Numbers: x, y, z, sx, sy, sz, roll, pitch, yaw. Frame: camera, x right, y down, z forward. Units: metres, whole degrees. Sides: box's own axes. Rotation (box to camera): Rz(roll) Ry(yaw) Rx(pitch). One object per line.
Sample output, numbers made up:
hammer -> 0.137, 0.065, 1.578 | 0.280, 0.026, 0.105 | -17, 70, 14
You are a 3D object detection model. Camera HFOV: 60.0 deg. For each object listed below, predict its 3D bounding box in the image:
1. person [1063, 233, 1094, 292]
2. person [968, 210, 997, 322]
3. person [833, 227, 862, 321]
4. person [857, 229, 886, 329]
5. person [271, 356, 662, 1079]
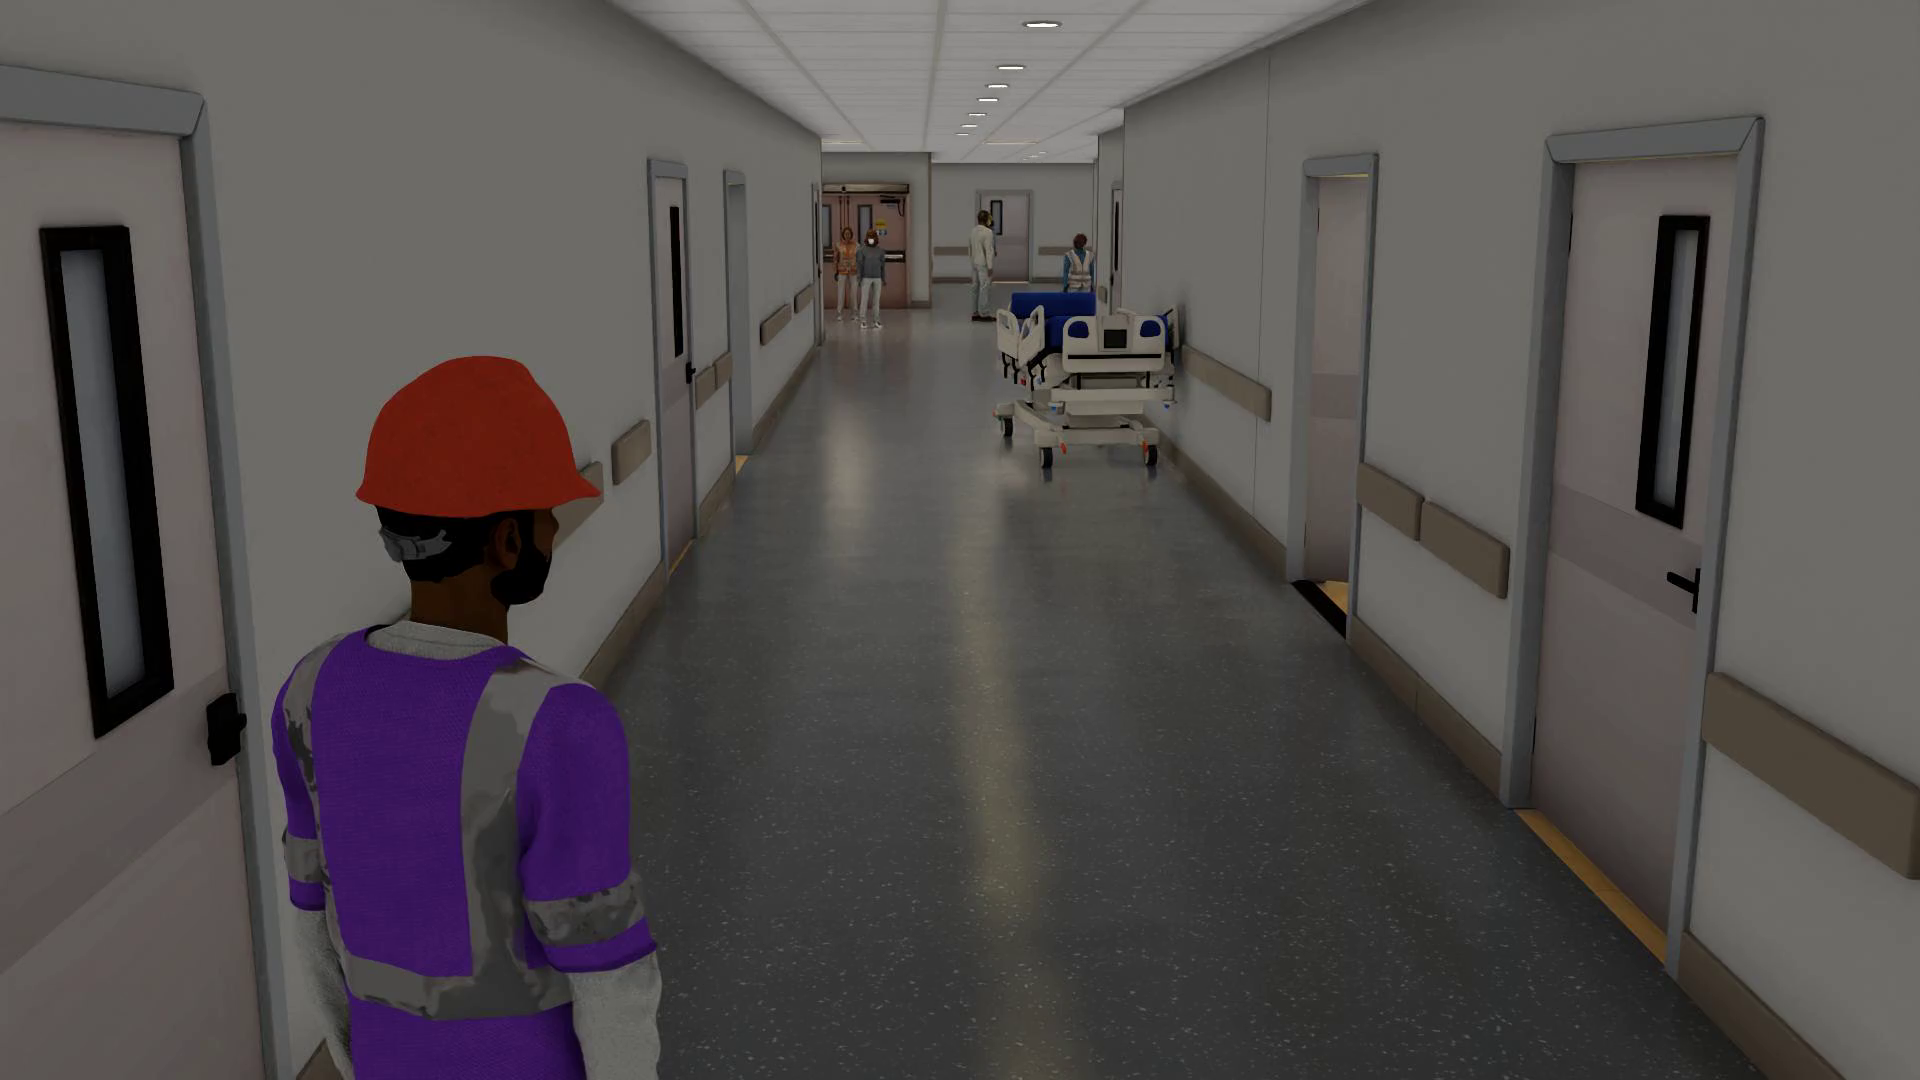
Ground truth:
person -> 1.814, -3.927, 25.689 | 0.526, 1.608, 0.780 | -3, 12, -14
person -> 0.381, -4.784, 29.055 | 0.376, 1.940, 0.629 | -7, 14, -32
person -> -1.980, -4.689, 29.324 | 0.514, 1.641, 0.309 | -3, 12, -12
person -> -1.458, -4.312, 27.506 | 0.507, 1.631, 0.281 | -5, 13, -24
person -> -0.602, 0.729, 2.195 | 0.552, 1.937, 0.356 | 6, 13, 27
